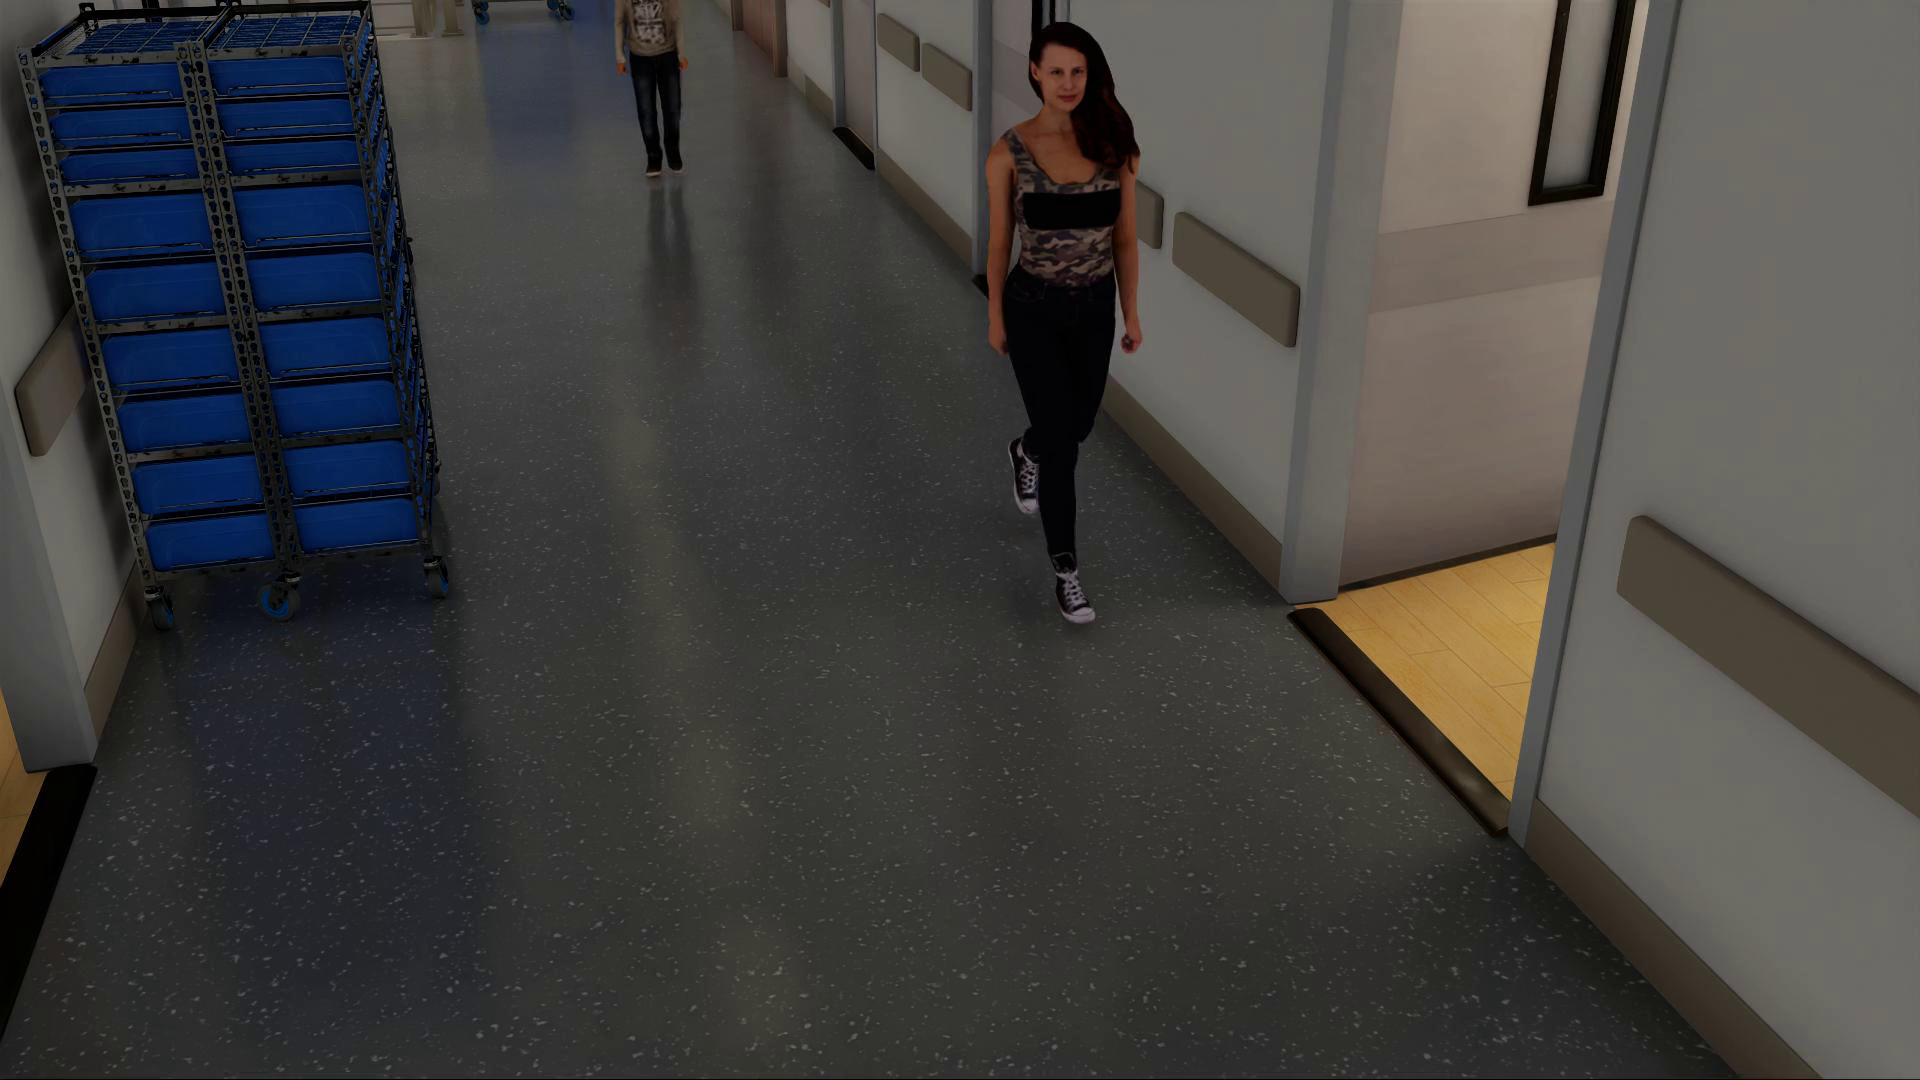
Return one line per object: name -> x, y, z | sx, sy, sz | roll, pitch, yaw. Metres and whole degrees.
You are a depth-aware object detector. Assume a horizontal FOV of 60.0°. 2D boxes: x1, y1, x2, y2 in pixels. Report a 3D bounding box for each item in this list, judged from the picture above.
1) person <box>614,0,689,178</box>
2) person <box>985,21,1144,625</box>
person -> -1.869, -2.966, 10.147 | 0.597, 1.454, 0.545 | -4, 26, -7
person -> 0.281, -0.678, 5.078 | 0.613, 1.736, 1.109 | -7, 27, -14
